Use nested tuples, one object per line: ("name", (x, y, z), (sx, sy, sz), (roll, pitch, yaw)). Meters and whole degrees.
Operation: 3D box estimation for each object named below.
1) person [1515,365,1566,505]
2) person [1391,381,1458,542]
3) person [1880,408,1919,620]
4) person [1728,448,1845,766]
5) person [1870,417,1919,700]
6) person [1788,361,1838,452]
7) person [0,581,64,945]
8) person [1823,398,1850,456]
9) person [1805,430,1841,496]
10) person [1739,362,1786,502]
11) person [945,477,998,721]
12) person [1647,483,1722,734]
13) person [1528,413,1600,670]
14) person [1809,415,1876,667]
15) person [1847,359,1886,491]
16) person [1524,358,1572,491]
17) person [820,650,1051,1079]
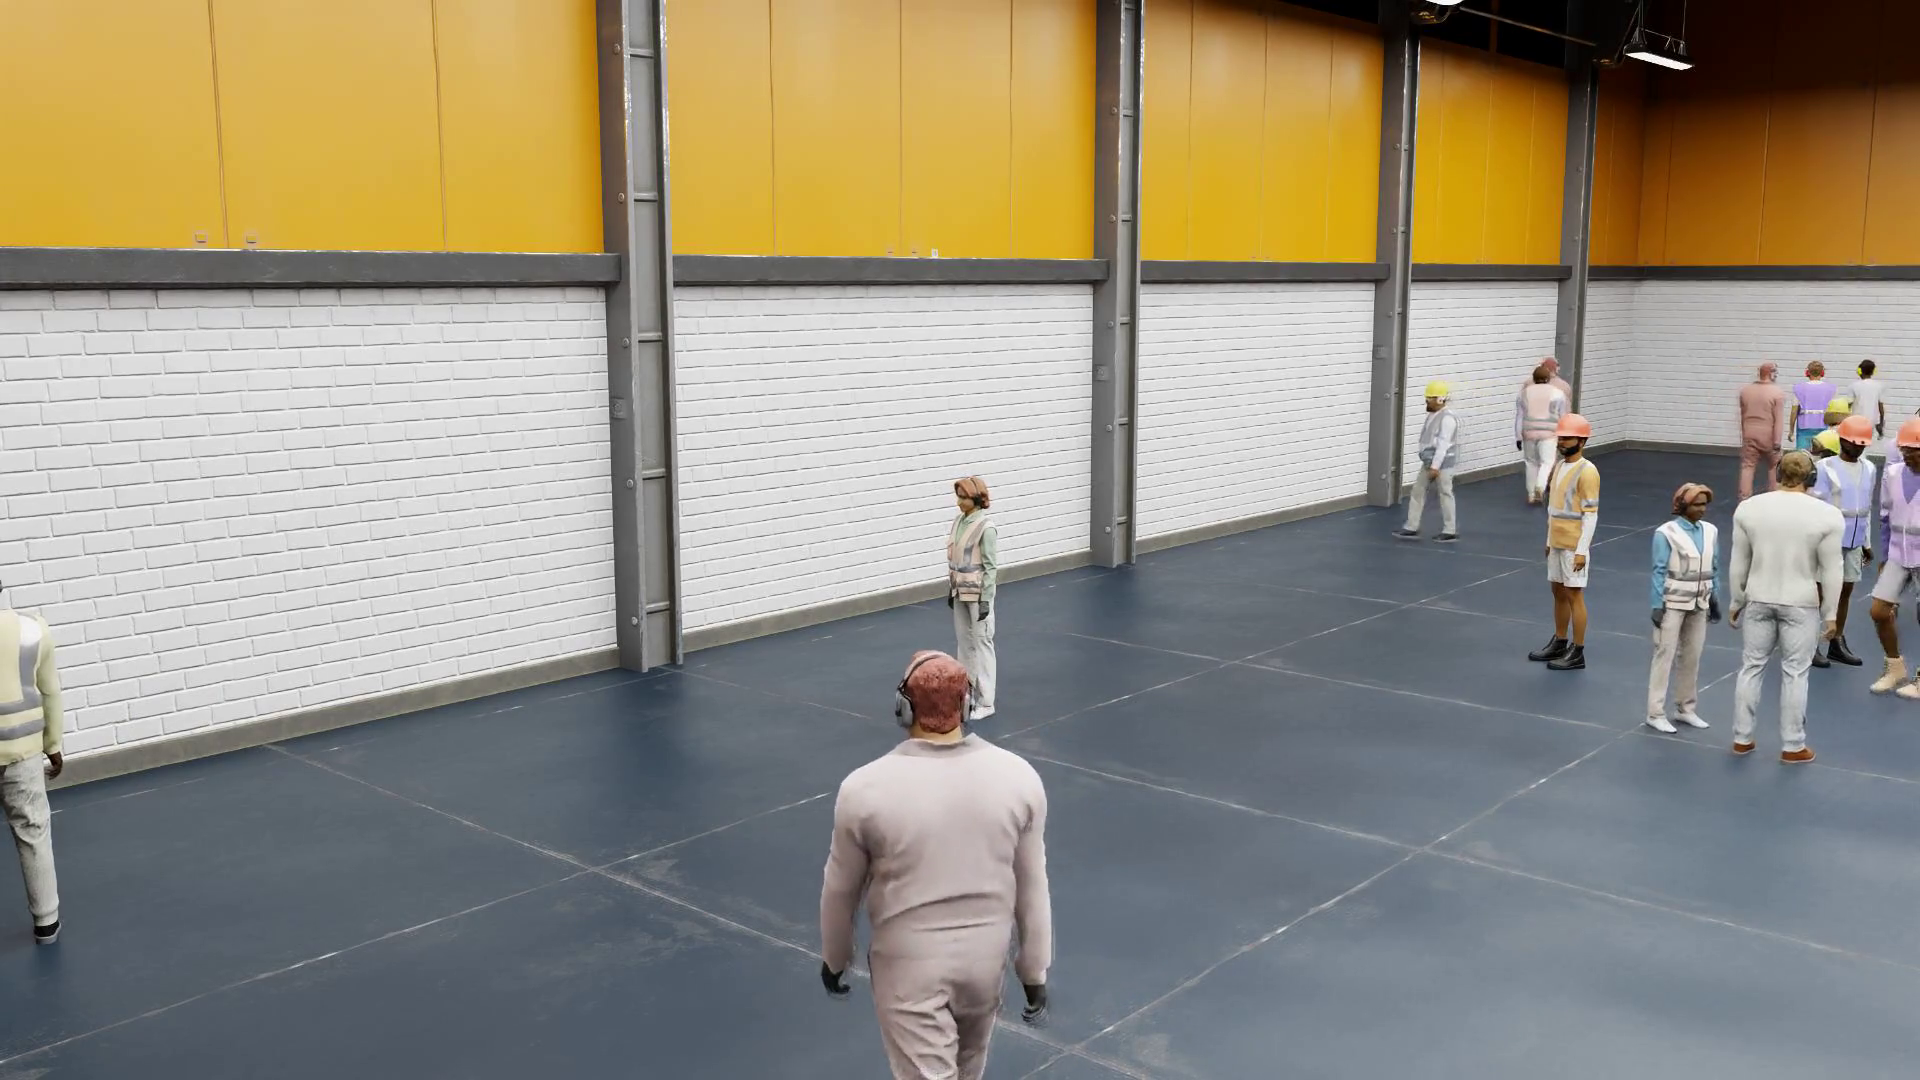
("person", (7.491, -1.347, 21.532), (0.611, 1.820, 0.800), (5, 10, 29))
("person", (5.190, -0.855, 18.486), (0.790, 1.803, 0.597), (-1, 9, -8))
("person", (8.261, -0.238, 14.271), (0.653, 1.906, 0.408), (4, 10, 22))
("person", (5.030, 0.403, 10.172), (0.643, 1.935, 0.364), (8, 12, 42))
("person", (6.659, 0.143, 11.583), (0.592, 2.004, 0.644), (-4, 10, -26))
("person", (11.343, -1.458, 22.146), (0.564, 1.839, 0.390), (3, 9, 17))
("person", (-4.242, 0.915, 7.274), (0.599, 1.831, 0.404), (-7, 12, -39))
("person", (9.113, -0.622, 17.348), (0.502, 1.698, 0.915), (-1, 9, -8))
("person", (6.899, -0.043, 13.604), (0.443, 1.724, 0.630), (-6, 11, -31))
("person", (10.193, -1.298, 21.023), (0.728, 1.885, 0.649), (-6, 11, -32))
("person", (0.080, 0.387, 11.196), (0.307, 1.638, 0.512), (-5, 11, -31))
("person", (4.734, 0.439, 10.882), (0.529, 1.634, 0.318), (-4, 10, -22))
("person", (4.592, 0.011, 12.595), (0.340, 1.941, 0.551), (-1, 9, -7))
("person", (6.717, 0.010, 12.651), (0.543, 1.928, 0.374), (-2, 9, -13))
("person", (12.552, -1.589, 23.050), (0.531, 1.826, 0.920), (1, 9, 5))
("person", (7.971, -1.550, 22.666), (0.655, 1.851, 0.992), (4, 10, 23))
("person", (-0.092, 1.251, 5.086), (0.656, 1.852, 0.994), (-3, 10, -20))
